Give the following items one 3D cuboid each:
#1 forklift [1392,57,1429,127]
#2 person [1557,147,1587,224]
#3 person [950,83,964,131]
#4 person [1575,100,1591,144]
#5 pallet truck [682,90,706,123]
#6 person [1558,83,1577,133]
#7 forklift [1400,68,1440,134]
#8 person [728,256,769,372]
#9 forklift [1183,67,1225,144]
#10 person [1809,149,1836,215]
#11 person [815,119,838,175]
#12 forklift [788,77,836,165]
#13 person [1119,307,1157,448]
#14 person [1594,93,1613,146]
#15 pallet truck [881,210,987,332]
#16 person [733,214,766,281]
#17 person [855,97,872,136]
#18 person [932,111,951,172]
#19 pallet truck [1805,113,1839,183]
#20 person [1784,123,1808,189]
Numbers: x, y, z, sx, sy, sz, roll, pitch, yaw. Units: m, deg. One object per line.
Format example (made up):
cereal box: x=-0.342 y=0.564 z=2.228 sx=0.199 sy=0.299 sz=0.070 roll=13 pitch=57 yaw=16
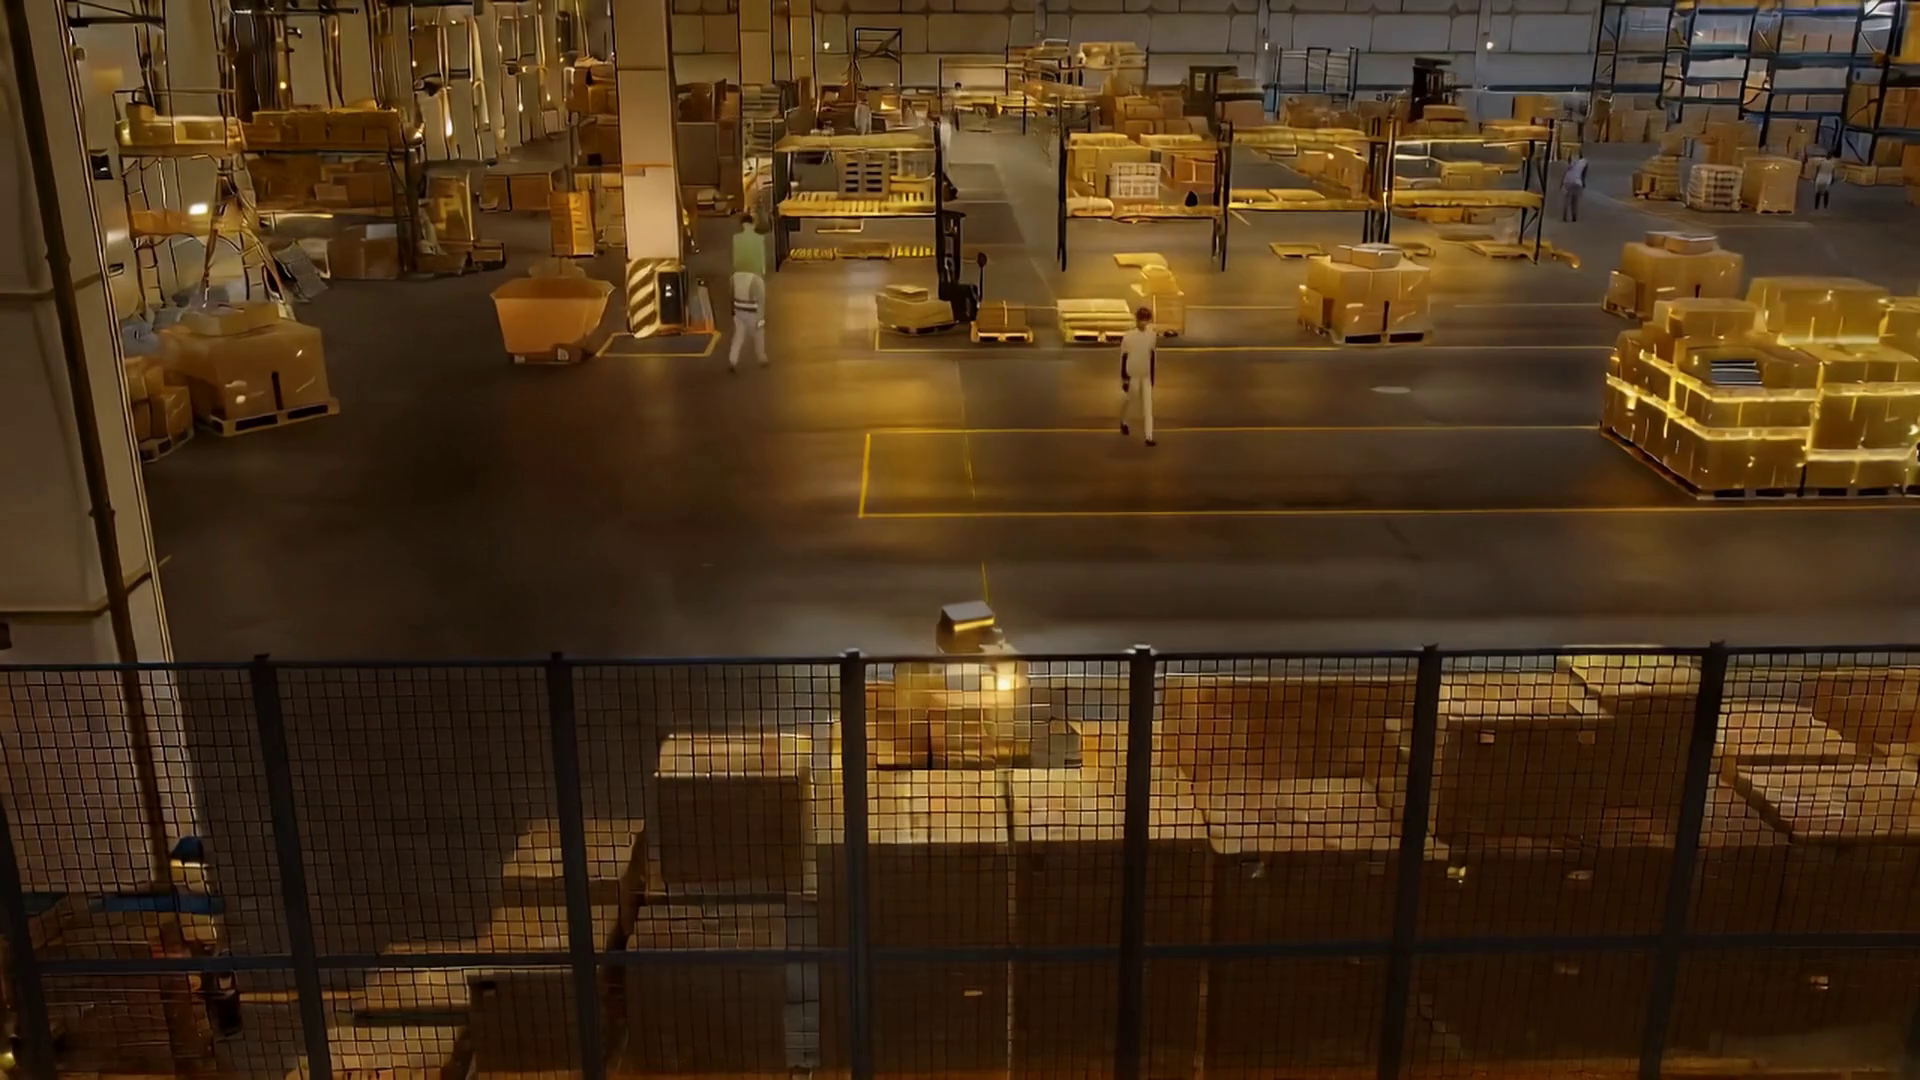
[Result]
forklift: x=18.980 y=-18.498 z=68.746 sx=1.873 sy=2.768 sz=1.129 roll=-1 pitch=19 yaw=-1
person: x=15.426 y=-8.933 z=41.863 sx=0.391 sy=1.913 sz=0.587 roll=-16 pitch=25 yaw=-40
person: x=-0.112 y=-17.564 z=67.506 sx=0.565 sy=1.885 sz=0.973 roll=-2 pitch=19 yaw=-6
person: x=23.344 y=-15.674 z=62.308 sx=0.523 sy=1.617 sz=0.674 roll=14 pitch=23 yaw=35
pallet truck: x=-9.671 y=-15.907 z=62.421 sx=0.823 sy=1.965 sz=1.885 roll=5 pitch=19 yaw=15
person: x=24.352 y=-17.318 z=66.681 sx=0.972 sy=1.958 sz=0.630 roll=-4 pitch=19 yaw=-12
forklift: x=16.977 y=-15.887 z=61.000 sx=1.129 sy=2.768 sz=1.873 roll=-1 pitch=19 yaw=-2
person: x=-3.343 y=-3.532 z=26.021 sx=0.634 sy=1.807 sz=0.940 roll=7 pitch=20 yaw=20
forklift: x=8.780 y=-15.999 z=61.334 sx=1.873 sy=2.768 sz=1.129 roll=-13 pitch=22 yaw=-33
person: x=22.512 y=-9.331 z=43.376 sx=0.532 sy=1.697 sz=0.320 roll=-1 pitch=19 yaw=-2
person: x=-4.188 y=-12.340 z=52.258 sx=0.684 sy=1.718 sz=0.493 roll=-10 pitch=21 yaw=-27
forklift: x=-5.106 y=-13.900 z=55.106 sx=1.873 sy=2.768 sz=1.129 roll=-1 pitch=19 yaw=-1
person: x=2.360 y=-2.203 z=22.043 sx=0.533 sy=1.831 sz=0.990 roll=-6 pitch=19 yaw=-16
person: x=23.866 y=-15.633 z=61.784 sx=0.647 sy=1.893 sz=1.009 roll=2 pitch=19 yaw=6
pallet truck: x=-0.493 y=-4.759 z=29.349 sx=1.885 sy=1.965 sz=0.823 roll=-13 pitch=23 yaw=-34
person: x=-3.748 y=-4.821 z=29.639 sx=0.604 sy=1.949 sz=1.034 roll=0 pitch=19 yaw=-1
person: x=-3.488 y=-14.965 z=59.770 sx=0.634 sy=1.910 sz=0.927 roll=-12 pitch=22 yaw=-31
person: x=-0.604 y=-12.794 z=53.369 sx=0.639 sy=1.895 sz=1.041 roll=-4 pitch=19 yaw=-11
pallet truck: x=26.403 y=-11.957 z=50.702 sx=0.823 sy=1.965 sz=1.885 roll=6 pitch=19 yaw=16
person: x=24.616 y=-11.337 z=49.048 sx=0.650 sy=1.883 sz=0.822 roll=-2 pitch=19 yaw=-5
